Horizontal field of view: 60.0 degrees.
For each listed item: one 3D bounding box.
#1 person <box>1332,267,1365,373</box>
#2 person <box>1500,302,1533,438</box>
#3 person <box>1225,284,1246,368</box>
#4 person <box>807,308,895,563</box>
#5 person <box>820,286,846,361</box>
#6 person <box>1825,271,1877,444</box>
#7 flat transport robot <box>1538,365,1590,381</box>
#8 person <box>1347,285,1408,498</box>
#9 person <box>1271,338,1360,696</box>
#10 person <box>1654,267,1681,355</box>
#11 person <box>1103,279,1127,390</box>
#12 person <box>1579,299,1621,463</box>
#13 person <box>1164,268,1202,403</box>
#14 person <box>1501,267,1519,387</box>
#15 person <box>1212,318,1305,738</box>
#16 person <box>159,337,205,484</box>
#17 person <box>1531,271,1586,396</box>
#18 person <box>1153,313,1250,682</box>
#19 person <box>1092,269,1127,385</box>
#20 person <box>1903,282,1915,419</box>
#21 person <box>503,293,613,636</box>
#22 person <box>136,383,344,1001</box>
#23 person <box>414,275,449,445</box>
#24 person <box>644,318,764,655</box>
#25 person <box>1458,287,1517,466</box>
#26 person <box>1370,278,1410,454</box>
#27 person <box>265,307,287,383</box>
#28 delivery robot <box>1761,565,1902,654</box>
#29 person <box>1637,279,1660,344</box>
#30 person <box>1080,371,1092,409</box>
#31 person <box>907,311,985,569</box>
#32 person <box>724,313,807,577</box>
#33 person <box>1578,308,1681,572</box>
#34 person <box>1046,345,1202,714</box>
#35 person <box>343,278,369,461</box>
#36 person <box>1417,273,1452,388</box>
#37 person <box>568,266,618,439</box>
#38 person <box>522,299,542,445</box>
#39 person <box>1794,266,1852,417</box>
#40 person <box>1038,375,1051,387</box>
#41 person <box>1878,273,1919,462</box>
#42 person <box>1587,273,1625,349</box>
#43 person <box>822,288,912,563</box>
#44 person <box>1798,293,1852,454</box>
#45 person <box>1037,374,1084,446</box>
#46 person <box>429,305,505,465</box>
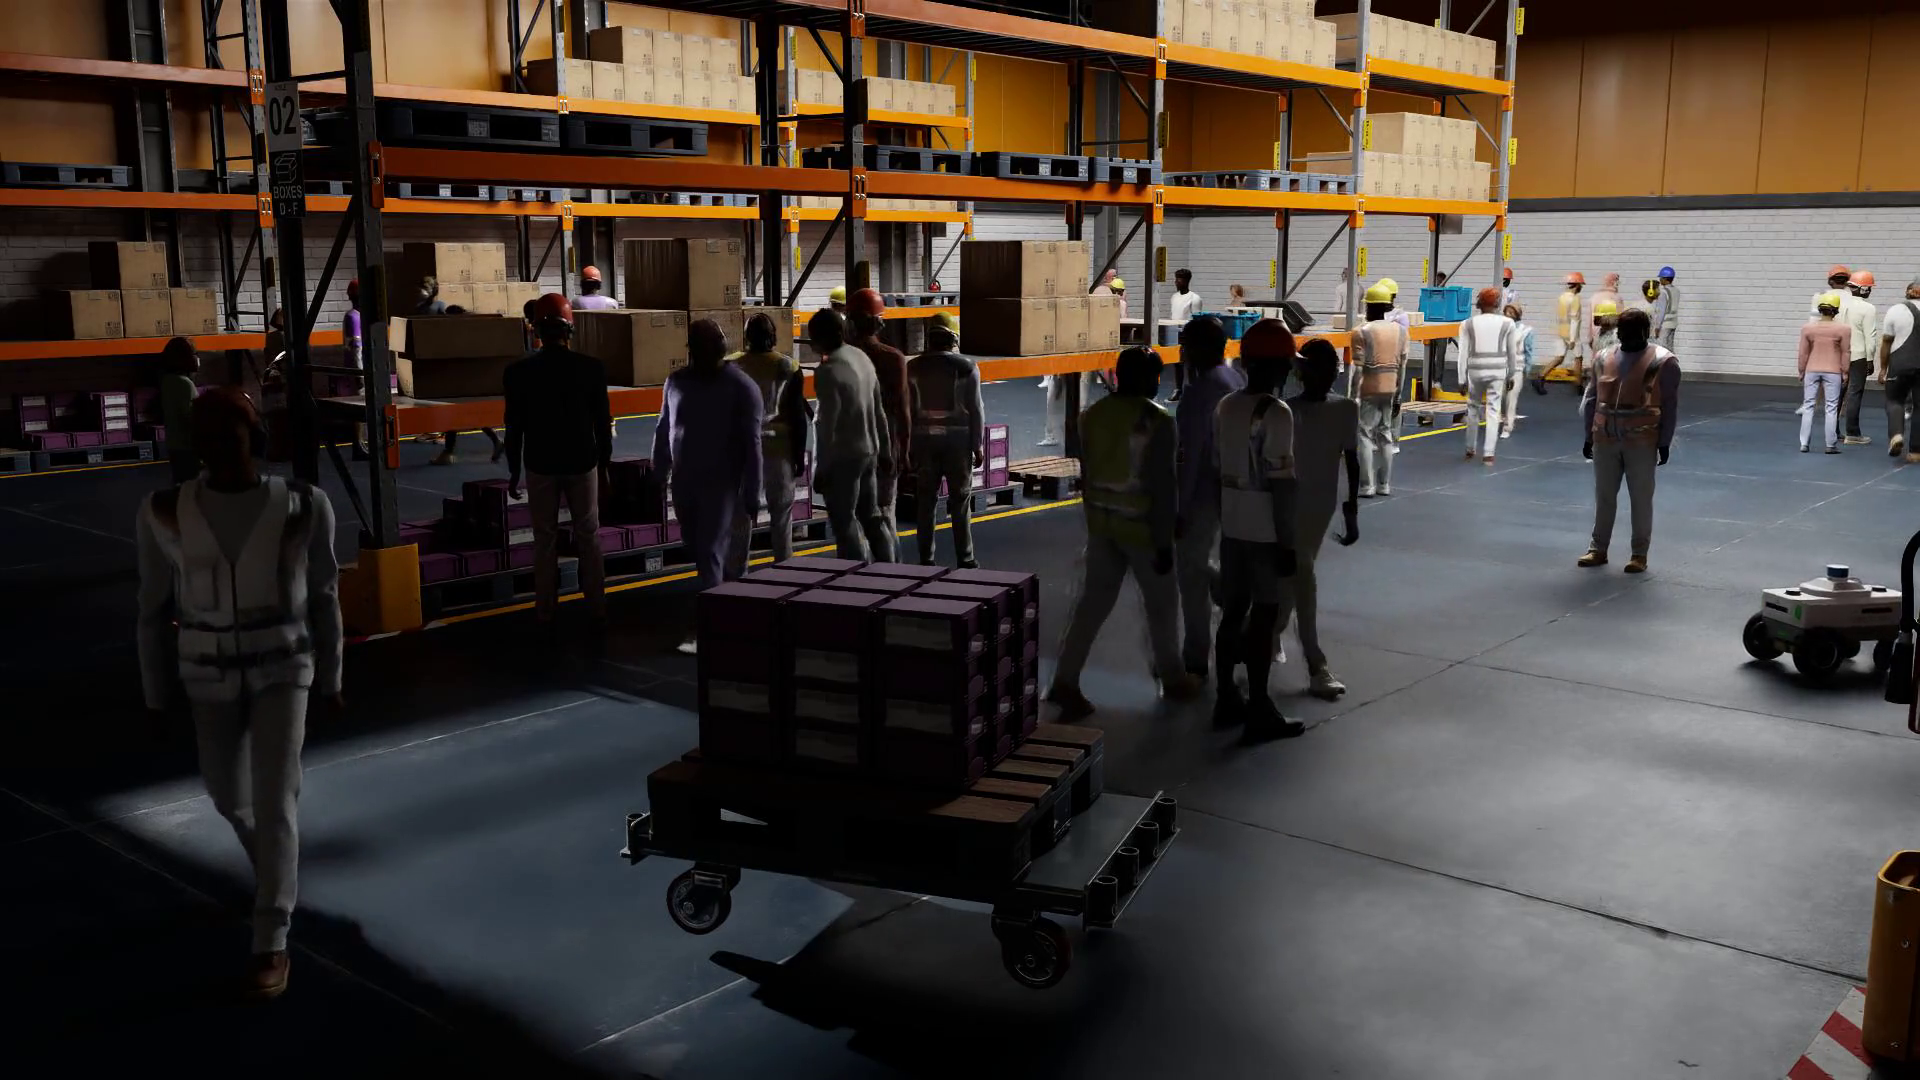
[{"bbox_3d":[6.986,-3.970,30.095,0.652,1.906,0.402,-5,11,-27],"label":"person"},{"bbox_3d":[6.593,-2.038,19.901,0.525,1.619,0.580,7,12,36],"label":"person"},{"bbox_3d":[4.991,-3.766,29.731,0.655,1.622,0.520,-4,11,-23],"label":"person"},{"bbox_3d":[-0.661,-0.495,10.352,0.476,1.894,0.737,5,11,26],"label":"person"},{"bbox_3d":[-1.320,-1.917,18.612,0.404,1.831,0.600,-8,13,-39],"label":"person"},{"bbox_3d":[10.350,-2.113,19.266,0.386,1.992,0.625,-3,10,-16],"label":"person"},{"bbox_3d":[10.380,-2.882,28.552,0.652,0.197,1.431,5,11,27],"label":"flat transport robot"},{"bbox_3d":[3.744,-1.327,15.060,0.639,1.920,0.444,-4,11,-22],"label":"person"},{"bbox_3d":[1.793,-0.154,8.702,0.480,1.810,1.050,-3,10,-16],"label":"person"},{"bbox_3d":[11.664,-3.539,27.519,0.602,1.948,0.385,-10,14,-44],"label":"person"},{"bbox_3d":[2.498,-3.283,26.587,0.318,1.766,0.534,-7,12,-36],"label":"person"},{"bbox_3d":[6.697,-1.642,17.337,0.378,1.717,0.509,-1,10,-6],"label":"person"},{"bbox_3d":[3.239,-2.936,24.032,0.370,1.966,0.608,-6,12,-32],"label":"person"},{"bbox_3d":[8.819,-3.457,27.083,0.547,1.938,0.377,8,12,37],"label":"person"},{"bbox_3d":[1.393,-0.055,7.713,0.356,1.937,0.552,-5,11,-25],"label":"person"},{"bbox_3d":[-5.493,-0.625,11.825,0.267,1.632,0.509,-9,13,-41],"label":"person"},{"bbox_3d":[9.236,-3.141,25.393,0.890,1.912,0.551,-2,10,-10],"label":"person"},{"bbox_3d":[1.281,-0.203,8.587,0.488,1.923,0.639,5,11,26],"label":"person"},{"bbox_3d":[2.481,-3.528,27.575,0.642,1.909,0.399,5,11,28],"label":"person"},{"bbox_3d":[12.641,-2.514,22.079,0.514,1.821,0.558,5,11,26],"label":"person"},{"bbox_3d":[-2.337,-0.434,9.705,0.612,1.996,0.388,-3,10,-17],"label":"person"},{"bbox_3d":[-2.255,0.421,5.273,0.583,1.856,0.877,-3,10,-14],"label":"person"},{"bbox_3d":[-6.078,-2.070,19.182,0.634,1.939,0.367,7,12,34],"label":"person"},{"bbox_3d":[-1.437,-0.342,9.547,0.646,1.867,0.895,5,11,27],"label":"person"},{"bbox_3d":[5.514,-1.712,17.427,0.583,1.868,0.672,3,11,18],"label":"person"},{"bbox_3d":[4.658,-1.891,18.197,0.386,1.927,0.589,-4,11,-23],"label":"person"},{"bbox_3d":[-7.262,-1.688,17.905,0.493,1.626,0.286,6,12,30],"label":"person"},{"bbox_3d":[4.695,0.377,8.924,0.707,0.478,0.477,-2,10,-10],"label":"delivery robot"},{"bbox_3d":[9.417,-2.681,22.989,0.918,1.830,0.530,2,10,12],"label":"person"},{"bbox_3d":[1.652,-2.329,21.528,0.289,1.633,0.499,0,10,-2],"label":"person"},{"bbox_3d":[-0.109,-0.670,11.542,0.586,1.824,0.403,2,10,13],"label":"person"},{"bbox_3d":[-1.306,-0.576,10.998,0.621,1.835,0.430,2,10,10],"label":"person"},{"bbox_3d":[4.665,-0.698,11.653,0.636,1.840,0.429,10,14,43],"label":"person"},{"bbox_3d":[0.800,-0.050,8.103,0.965,1.799,0.637,-9,14,-43],"label":"person"},{"bbox_3d":[-6.357,-1.812,17.715,0.376,1.936,0.549,-2,10,-13],"label":"person"},{"bbox_3d":[7.584,-3.306,26.460,0.589,1.865,1.063,4,11,22],"label":"person"},{"bbox_3d":[-4.330,-2.205,19.650,0.608,2.045,0.392,-4,11,-20],"label":"person"},{"bbox_3d":[-4.741,-1.843,18.615,0.332,1.694,0.536,-7,12,-36],"label":"person"},{"bbox_3d":[11.593,-2.632,22.172,0.805,2.015,0.606,2,10,13],"label":"person"},{"bbox_3d":[1.506,-3.392,26.904,0.532,1.870,0.319,6,11,30],"label":"person"},{"bbox_3d":[10.122,-1.843,17.603,0.702,2.000,0.540,4,11,24],"label":"person"},{"bbox_3d":[9.630,-2.984,24.566,0.653,1.881,0.665,-2,10,-9],"label":"person"},{"bbox_3d":[-0.594,-0.620,10.761,0.635,1.993,0.393,4,11,20],"label":"person"},{"bbox_3d":[9.496,-1.826,18.284,0.523,1.769,0.321,9,13,41],"label":"person"},{"bbox_3d":[1.244,-1.875,18.994,0.699,1.615,0.520,-7,12,-33],"label":"person"},{"bbox_3d":[-5.156,-1.618,17.341,0.742,1.676,0.538,1,10,5],"label":"person"}]
